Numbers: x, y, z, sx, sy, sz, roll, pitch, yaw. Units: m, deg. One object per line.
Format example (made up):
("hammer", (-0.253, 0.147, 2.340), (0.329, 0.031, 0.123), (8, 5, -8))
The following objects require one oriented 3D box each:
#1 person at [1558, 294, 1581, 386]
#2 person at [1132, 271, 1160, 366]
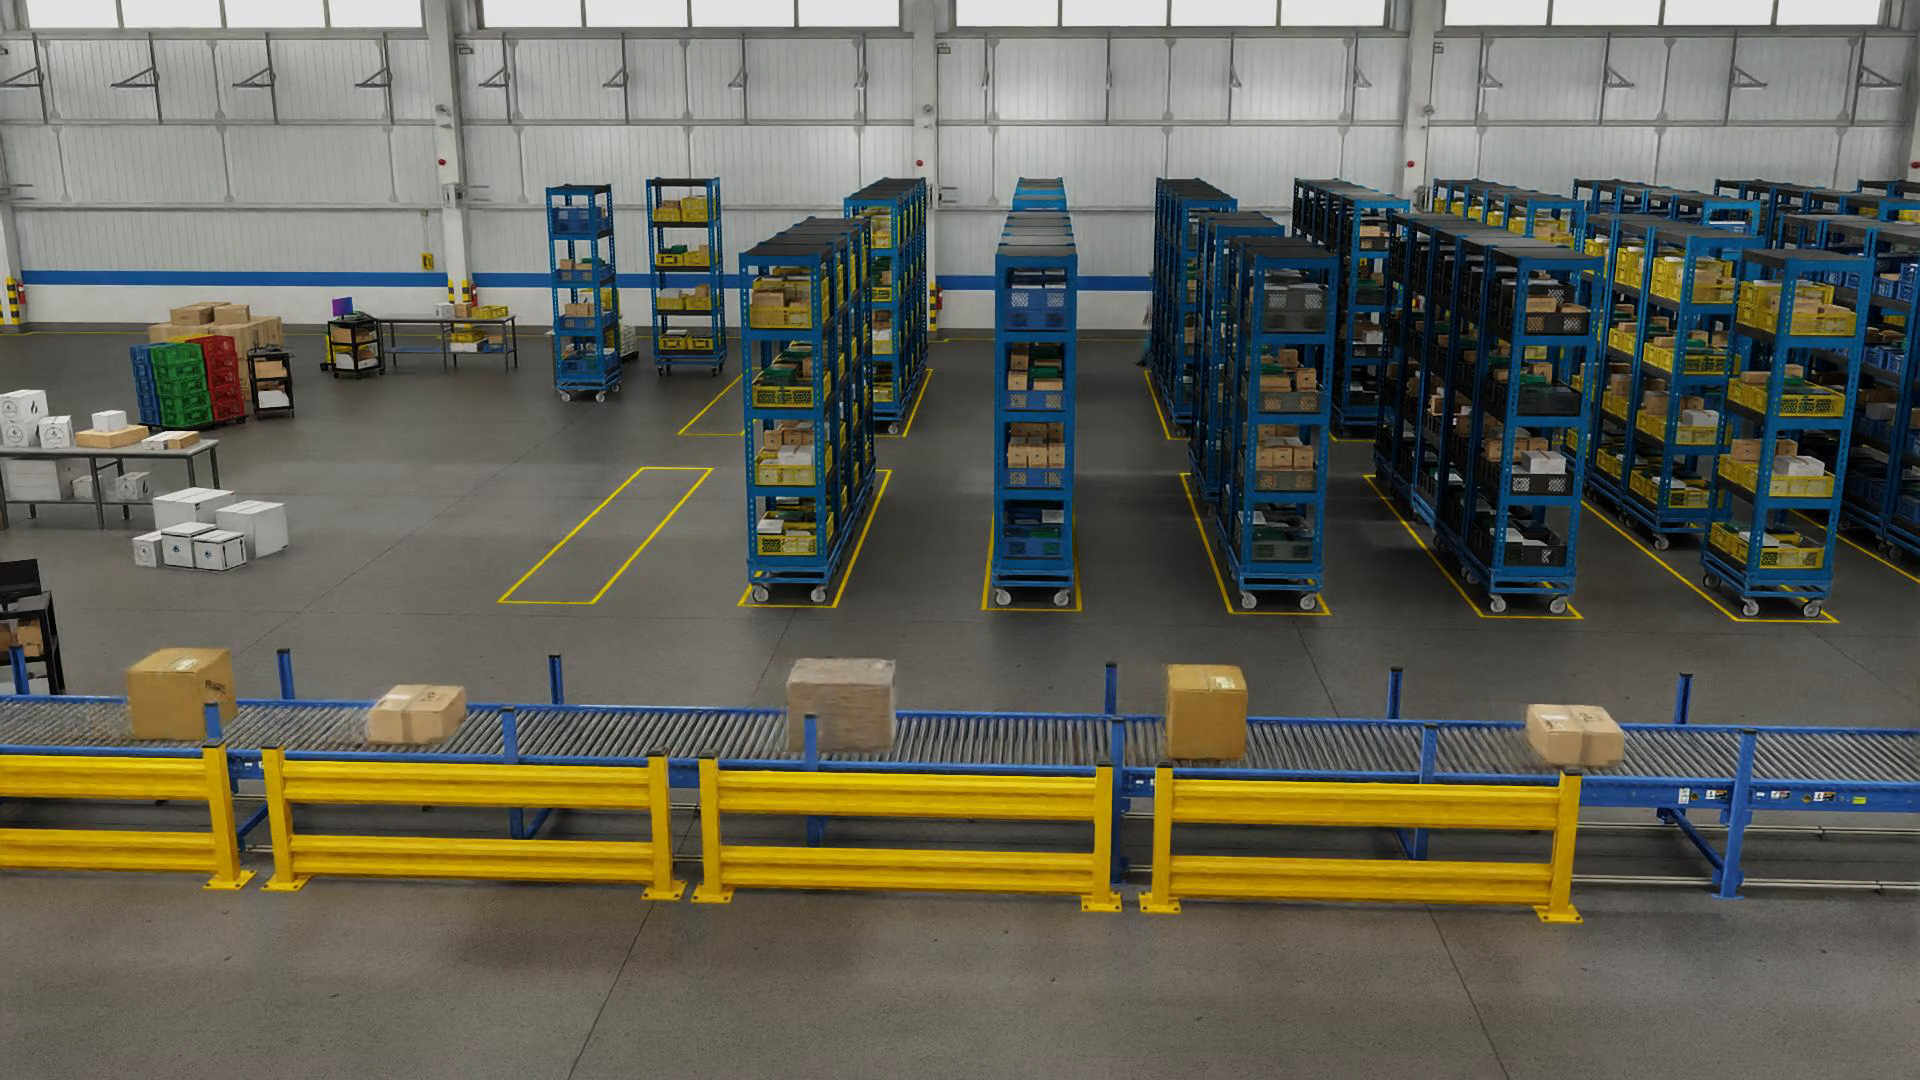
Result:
("person", (9.916, -3.074, 27.175), (0.391, 1.991, 0.612), (-2, 15, -8))
("person", (3.634, -4.222, 31.772), (0.885, 1.804, 0.581), (-3, 15, -11))
